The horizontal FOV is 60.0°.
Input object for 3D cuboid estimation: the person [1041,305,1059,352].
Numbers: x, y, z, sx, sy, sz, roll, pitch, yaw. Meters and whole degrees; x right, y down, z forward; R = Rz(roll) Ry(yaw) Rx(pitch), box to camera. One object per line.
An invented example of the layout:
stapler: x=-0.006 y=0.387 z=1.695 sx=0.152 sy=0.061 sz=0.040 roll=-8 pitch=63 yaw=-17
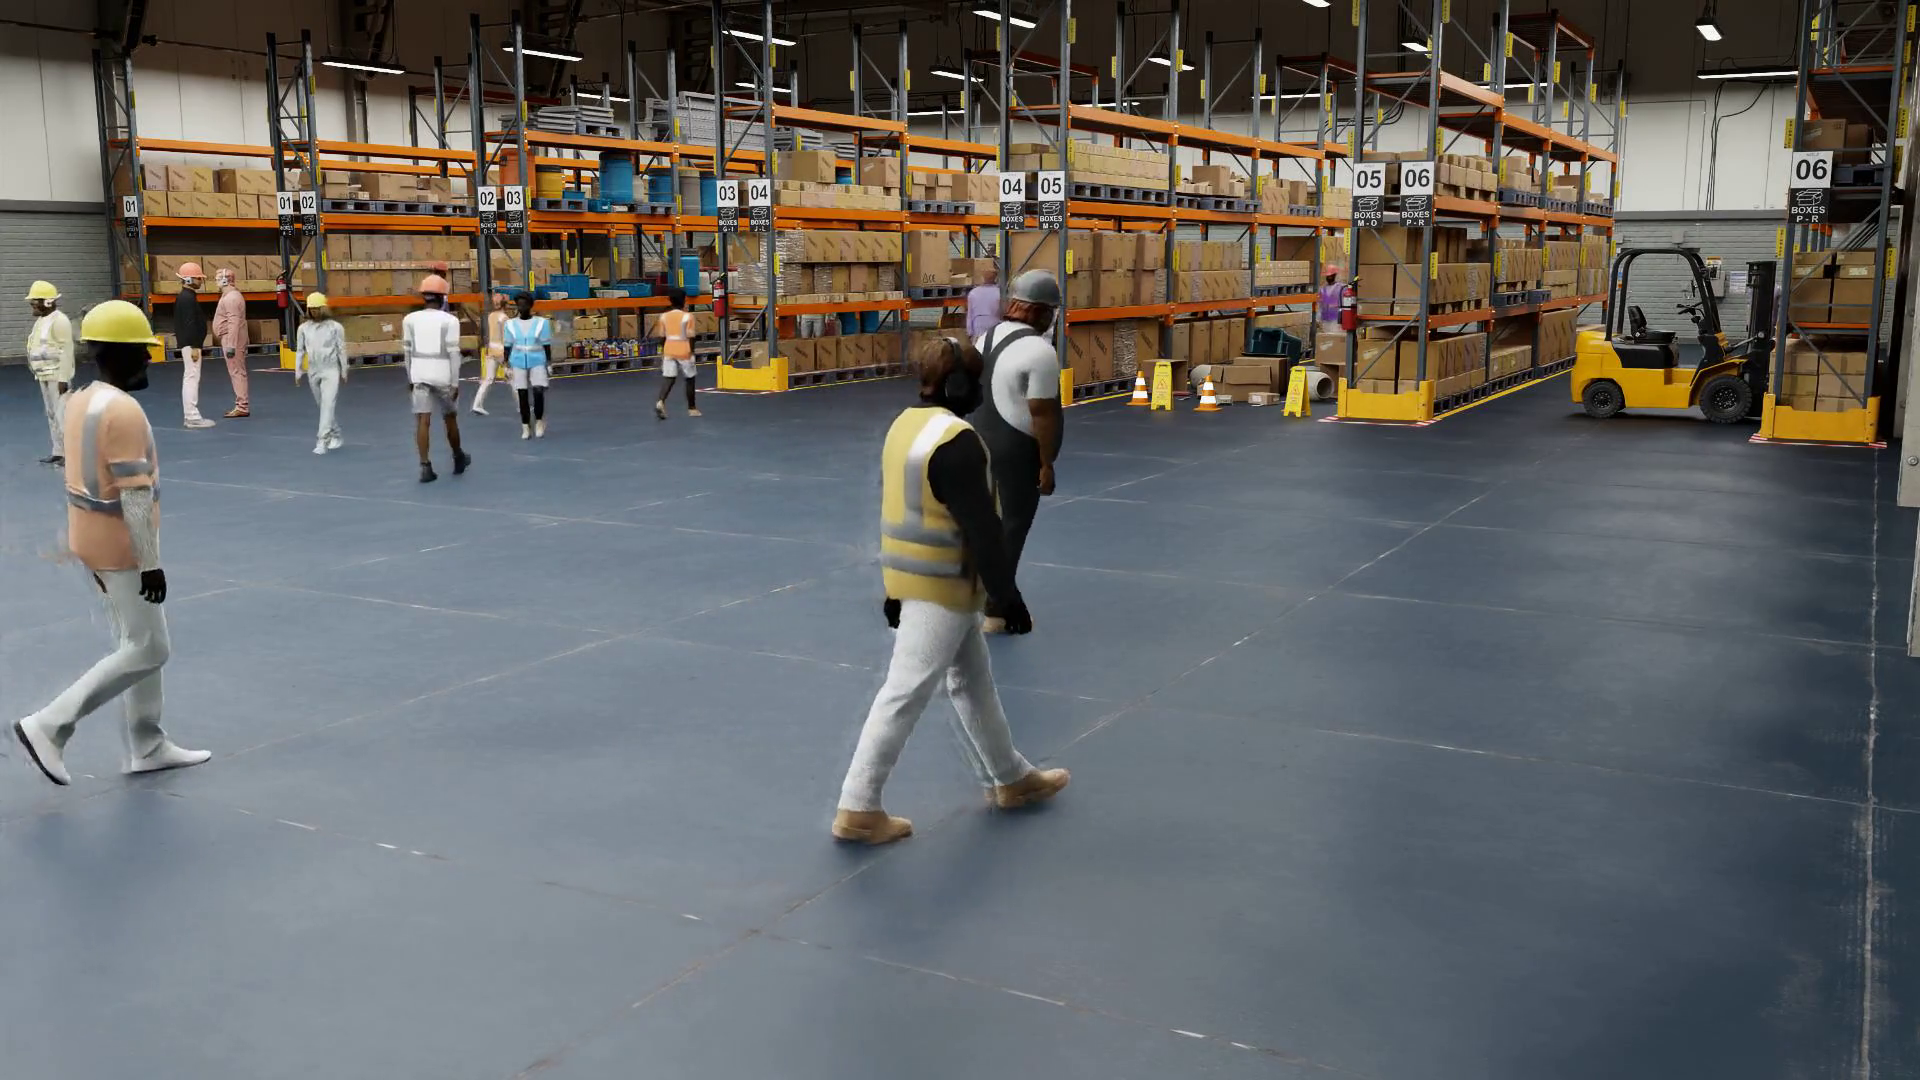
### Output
person: x=0.827 y=-1.985 z=18.274 sx=0.593 sy=1.898 sz=0.467 roll=-3 pitch=10 yaw=-19

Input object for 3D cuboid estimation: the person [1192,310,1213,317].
person: x=5.388 y=-5.283 z=37.328 sx=0.608 sy=1.987 sz=0.391 roll=1 pitch=10 yaw=6

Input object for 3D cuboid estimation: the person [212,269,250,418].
person: x=-9.416 y=-2.534 z=21.470 sx=0.401 sy=1.906 sz=0.651 roll=-3 pitch=10 yaw=-19

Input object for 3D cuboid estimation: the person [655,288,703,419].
person: x=-3.586 y=-2.364 z=21.148 sx=0.542 sy=1.678 sz=0.730 roll=4 pitch=11 yaw=23

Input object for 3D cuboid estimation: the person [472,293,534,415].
person: x=-6.016 y=-2.433 z=21.770 sx=0.511 sy=1.600 sz=0.852 roll=9 pitch=14 yaw=44

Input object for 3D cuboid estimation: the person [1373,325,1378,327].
person: x=8.830 y=-4.834 z=34.906 sx=0.558 sy=1.918 sz=0.514 roll=5 pitch=11 yaw=26

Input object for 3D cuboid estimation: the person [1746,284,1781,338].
person: x=13.937 y=-3.792 z=28.807 sx=0.585 sy=1.919 sz=0.388 roll=5 pitch=11 yaw=26

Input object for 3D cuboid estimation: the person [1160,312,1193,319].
person: x=4.259 y=-4.518 z=32.731 sx=0.620 sy=2.023 sz=0.454 roll=6 pitch=11 yaw=32

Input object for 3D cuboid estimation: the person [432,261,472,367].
person: x=-9.641 y=-4.189 z=30.943 sx=0.616 sy=1.988 sz=1.065 roll=5 pitch=11 yaw=28

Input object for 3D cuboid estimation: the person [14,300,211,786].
person: x=-3.336 y=0.030 z=6.462 sx=0.635 sy=1.904 sz=0.606 roll=-8 pitch=12 yaw=-38

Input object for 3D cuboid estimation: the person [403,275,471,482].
person: x=-4.897 y=-1.516 z=15.543 sx=0.571 sy=1.883 sz=0.980 roll=0 pitch=10 yaw=-1

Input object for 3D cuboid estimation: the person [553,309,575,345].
person: x=-7.849 y=-4.325 z=32.860 sx=0.510 sy=1.597 sz=0.831 roll=4 pitch=10 yaw=22

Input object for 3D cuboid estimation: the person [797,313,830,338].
person: x=-2.603 y=-3.921 z=29.539 sx=0.622 sy=1.932 sz=0.369 roll=0 pitch=10 yaw=0

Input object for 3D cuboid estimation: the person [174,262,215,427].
person: x=-9.323 y=-2.369 z=20.240 sx=0.396 sy=1.993 sz=0.617 roll=-5 pitch=11 yaw=-27

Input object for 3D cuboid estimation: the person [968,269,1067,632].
person: x=0.317 y=-0.507 z=9.207 sx=0.561 sy=2.000 sz=0.701 roll=-5 pitch=11 yaw=-28

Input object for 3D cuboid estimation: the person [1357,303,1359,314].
person: x=9.217 y=-5.192 z=37.870 sx=0.665 sy=1.618 sz=0.527 roll=3 pitch=10 yaw=19

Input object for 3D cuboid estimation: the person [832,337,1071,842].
person: x=-0.048 y=0.175 z=5.971 sx=0.978 sy=1.793 sz=0.640 roll=-3 pitch=10 yaw=-17

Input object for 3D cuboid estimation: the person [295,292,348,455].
person: x=-6.761 y=-1.771 z=17.623 sx=0.503 sy=1.695 sz=0.915 roll=0 pitch=10 yaw=1

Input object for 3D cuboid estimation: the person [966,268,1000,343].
person: x=0.488 y=-3.104 z=24.858 sx=0.681 sy=1.880 sz=0.754 roll=5 pitch=11 yaw=26

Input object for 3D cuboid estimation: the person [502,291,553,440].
person: x=-4.877 y=-1.954 z=18.726 sx=0.547 sy=1.678 sz=0.437 roll=-1 pitch=10 yaw=-4

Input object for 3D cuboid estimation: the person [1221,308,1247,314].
person: x=5.684 y=-4.734 z=34.287 sx=0.569 sy=1.923 sz=0.496 roll=6 pitch=11 yaw=31

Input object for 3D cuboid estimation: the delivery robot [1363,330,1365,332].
delivery robot: x=9.305 y=-4.652 z=37.548 sx=0.707 sy=0.478 sz=0.477 roll=1 pitch=10 yaw=5

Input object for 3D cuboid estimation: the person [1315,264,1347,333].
person: x=6.618 y=-3.964 z=29.792 sx=0.572 sy=1.914 sz=0.581 roll=9 pitch=13 yaw=43

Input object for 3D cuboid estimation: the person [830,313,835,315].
person: x=-3.467 y=-6.294 z=43.392 sx=0.640 sy=1.939 sz=0.769 roll=5 pitch=11 yaw=25

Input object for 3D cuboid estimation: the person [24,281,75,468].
person: x=-8.917 y=-1.621 z=16.337 sx=0.600 sy=1.829 sz=0.404 roll=9 pitch=13 yaw=43
